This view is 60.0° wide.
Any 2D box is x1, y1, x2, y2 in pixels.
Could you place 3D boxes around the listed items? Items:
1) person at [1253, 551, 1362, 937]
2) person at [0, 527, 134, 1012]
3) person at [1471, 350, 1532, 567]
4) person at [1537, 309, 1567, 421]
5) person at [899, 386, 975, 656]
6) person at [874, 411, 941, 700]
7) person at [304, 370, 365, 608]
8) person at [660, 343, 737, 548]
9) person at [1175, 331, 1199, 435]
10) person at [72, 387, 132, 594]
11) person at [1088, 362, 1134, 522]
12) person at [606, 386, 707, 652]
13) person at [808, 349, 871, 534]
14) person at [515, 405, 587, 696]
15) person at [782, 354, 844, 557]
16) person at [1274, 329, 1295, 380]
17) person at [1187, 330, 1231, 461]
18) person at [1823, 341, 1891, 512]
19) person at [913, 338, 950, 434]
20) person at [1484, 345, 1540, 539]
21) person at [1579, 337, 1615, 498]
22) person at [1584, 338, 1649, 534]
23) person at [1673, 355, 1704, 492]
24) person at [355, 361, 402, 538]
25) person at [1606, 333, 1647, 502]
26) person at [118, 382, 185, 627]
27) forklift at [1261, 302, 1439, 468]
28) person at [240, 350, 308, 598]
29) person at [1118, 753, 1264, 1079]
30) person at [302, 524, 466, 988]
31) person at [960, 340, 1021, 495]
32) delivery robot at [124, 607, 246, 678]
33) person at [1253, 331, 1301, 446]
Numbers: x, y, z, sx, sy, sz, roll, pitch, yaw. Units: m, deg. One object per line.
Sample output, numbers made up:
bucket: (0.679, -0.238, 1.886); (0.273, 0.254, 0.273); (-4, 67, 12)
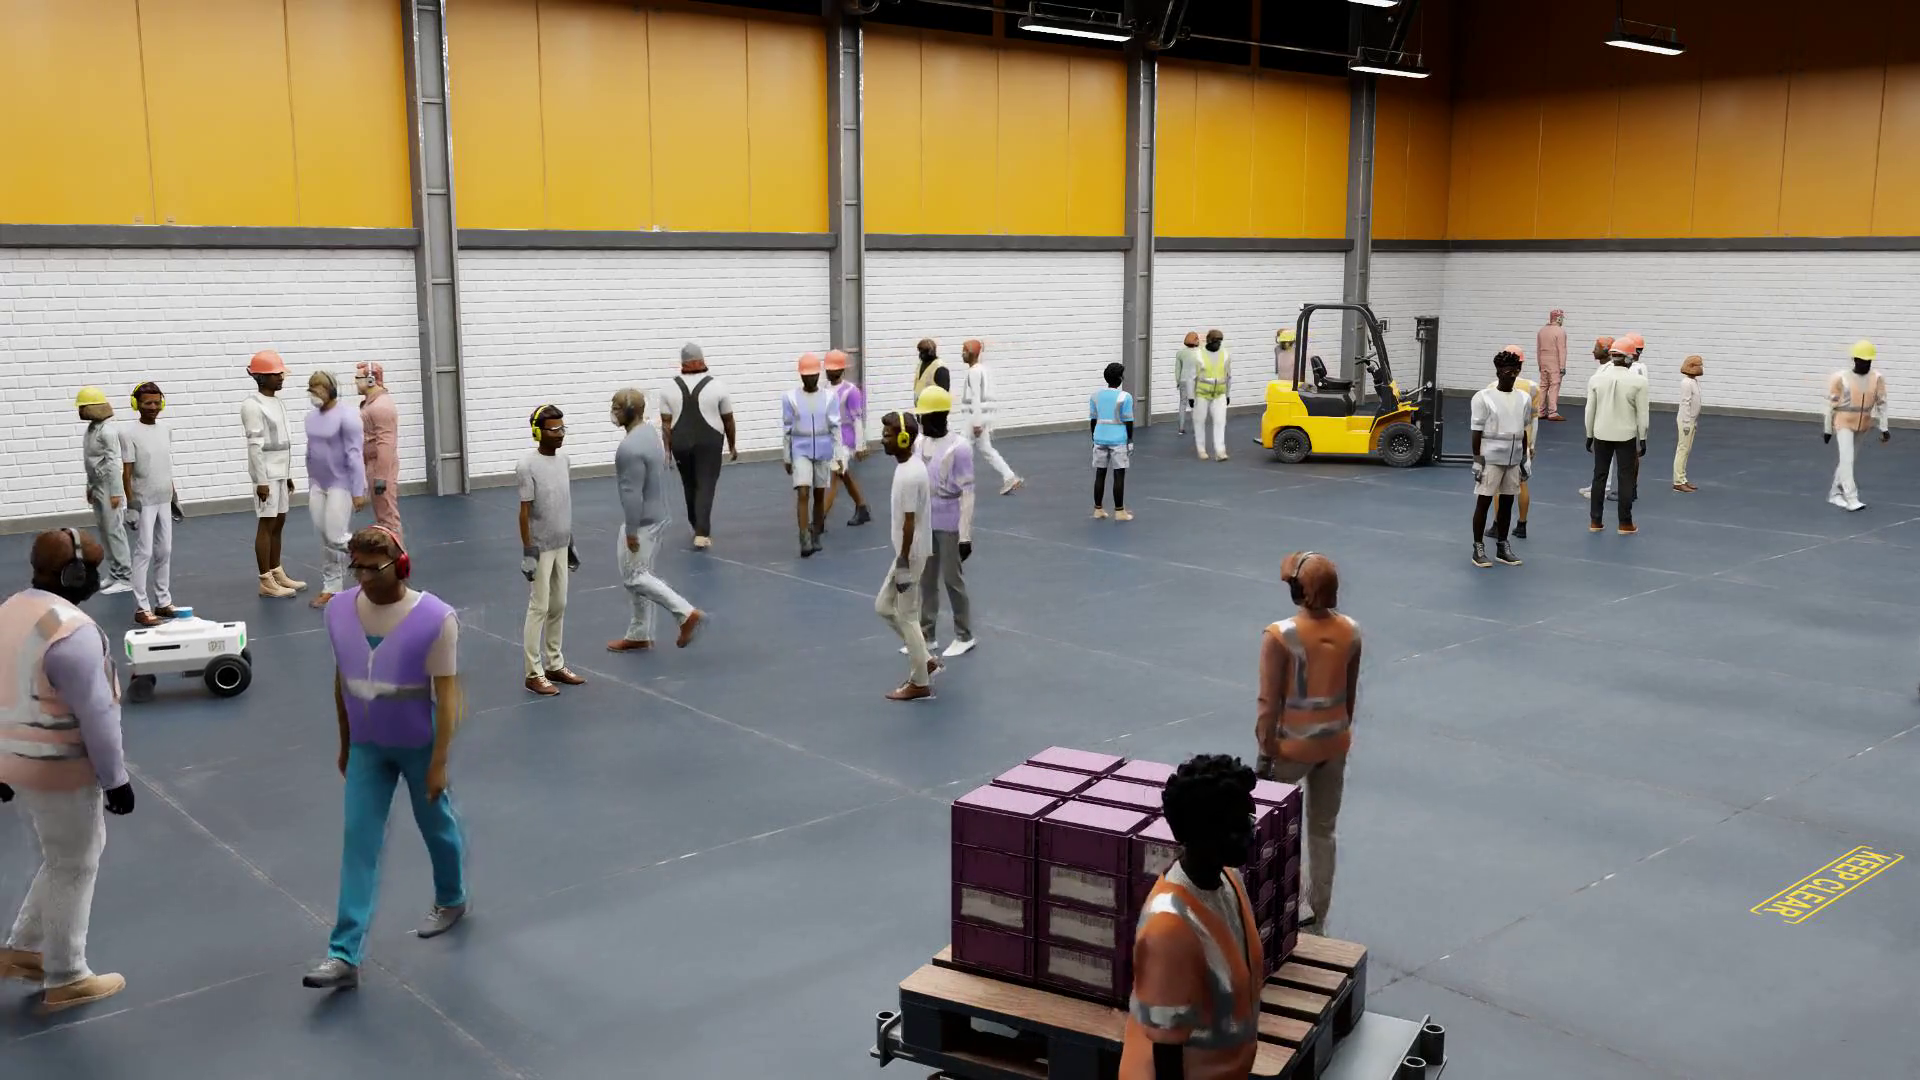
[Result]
person: (1.398, 0.851, 6.795); (0.543, 1.623, 0.375); (-5, 11, -28)
person: (-3.369, 0.861, 6.225); (0.632, 1.818, 0.439); (9, 13, 41)
person: (4.916, -0.738, 15.122); (0.606, 1.966, 0.367); (-3, 10, -18)
person: (10.187, -2.999, 28.537); (0.402, 1.906, 0.652); (-3, 10, -19)
person: (-0.139, -0.126, 11.698); (0.413, 1.932, 0.607); (-8, 13, -40)
person: (-0.356, 0.108, 10.494); (0.406, 1.854, 0.556); (-1, 10, -3)
person: (-4.980, -0.415, 13.360); (0.651, 1.917, 0.538); (6, 12, 33)
person: (-2.557, -0.969, 16.261); (0.690, 2.000, 1.060); (1, 10, 5)
person: (3.638, -2.473, 26.256); (0.507, 1.631, 0.266); (6, 11, 32)
person: (-7.185, -0.417, 13.928); (0.485, 1.734, 0.337); (9, 13, 43)
person: (1.615, -1.037, 17.660); (0.540, 1.695, 0.317); (7, 12, 37)
person: (-2.170, -0.126, 11.696); (0.651, 1.919, 0.632); (1, 10, 3)
person: (-1.254, -1.018, 17.050); (0.557, 1.880, 1.045); (9, 13, 42)
person: (-2.651, 0.056, 10.764); (0.309, 1.868, 0.535); (4, 10, 22)
person: (-1.369, -0.785, 15.612); (0.549, 1.899, 0.924); (-2, 10, -13)
person: (5.362, -2.713, 27.759); (0.722, 1.602, 0.504); (-7, 12, -36)
person: (3.457, -1.967, 22.793); (0.661, 1.800, 0.874); (-2, 10, -11)
person: (9.934, -1.246, 18.390); (0.594, 1.871, 0.972); (-1, 10, -5)
person: (-0.358, -1.605, 20.674); (0.442, 1.833, 0.645); (-5, 11, -27)
person: (5.476, -0.971, 16.586); (0.546, 1.934, 0.376); (-1, 10, -4)
person: (7.482, -1.425, 19.387); (0.353, 1.883, 0.572); (2, 10, 12)
person: (6.678, -1.056, 16.912); (0.623, 1.989, 0.391); (7, 12, 37)
person: (8.749, -1.397, 19.946); (0.279, 1.636, 0.500); (6, 11, 32)
person: (-5.083, -0.599, 14.484); (0.399, 1.907, 0.644); (-4, 10, -21)
person: (7.681, -1.408, 19.130); (0.356, 1.936, 0.551); (6, 11, 31)
person: (-6.173, -0.279, 12.738); (0.314, 1.864, 0.530); (3, 10, 17)
forklift: (5.320, -2.157, 22.763); (2.313, 2.155, 1.214); (3, 10, 16)
person: (-5.681, -0.546, 13.775); (0.374, 2.044, 0.605); (0, 10, -3)
person: (0.488, 1.306, 4.040); (0.831, 1.668, 0.540); (5, 11, 27)
person: (-2.245, 0.818, 6.559); (0.582, 1.780, 1.013); (2, 10, 10)
person: (0.253, -1.427, 19.523); (0.926, 1.855, 0.592); (2, 10, 11)
delivery robot: (-4.975, 0.676, 10.699); (0.707, 0.478, 0.477); (-4, 11, -23)
person: (4.774, -2.205, 24.442); (0.902, 1.721, 0.527); (-6, 11, -32)
